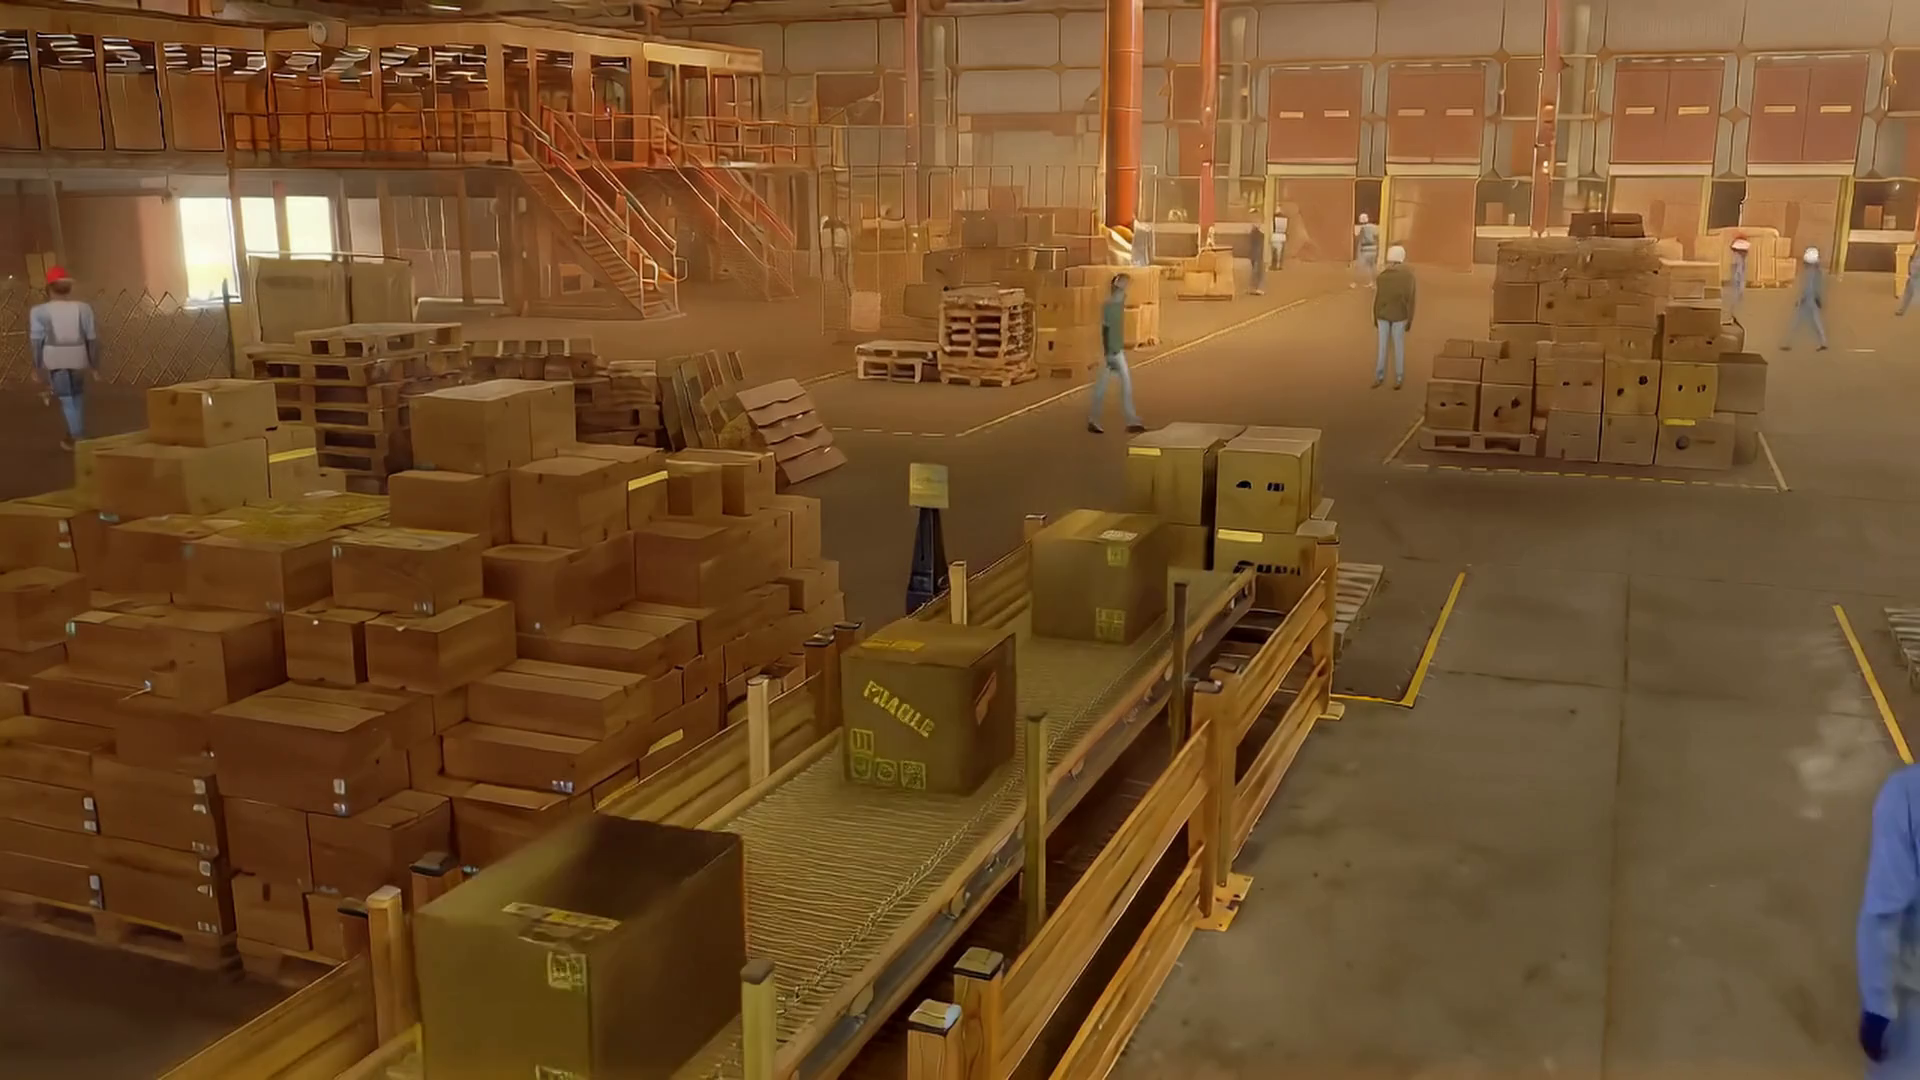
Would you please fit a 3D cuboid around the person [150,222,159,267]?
[{"bbox_3d":[-22.984,-8.465,47.323,0.410,1.913,0.651,-6,14,-24],"label":"person"}]

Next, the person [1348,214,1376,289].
[{"bbox_3d":[10.371,-7.397,42.614,0.597,1.896,1.024,-5,13,-20],"label":"person"}]

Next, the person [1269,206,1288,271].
[{"bbox_3d":[9.510,-9.017,49.752,0.551,1.941,0.340,-4,13,-16],"label":"person"}]

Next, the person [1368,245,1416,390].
[{"bbox_3d":[5.970,-3.067,22.961,0.386,1.989,0.608,-11,17,-41],"label":"person"}]

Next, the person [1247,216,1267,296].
[{"bbox_3d":[7.168,-6.790,39.829,0.594,1.921,0.630,0,13,-1],"label":"person"}]

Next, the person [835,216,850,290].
[{"bbox_3d":[-2.935,-7.260,42.103,0.429,1.844,0.627,-3,13,-12],"label":"person"}]

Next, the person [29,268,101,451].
[{"bbox_3d":[-9.481,-1.874,17.620,0.623,1.994,1.032,-12,17,-43],"label":"person"}]

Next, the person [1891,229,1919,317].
[{"bbox_3d":[19.706,-5.460,34.095,0.838,1.821,0.628,7,14,30],"label":"person"}]

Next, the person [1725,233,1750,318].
[{"bbox_3d":[15.933,-5.377,33.896,0.512,1.719,0.621,-9,15,-34],"label":"person"}]

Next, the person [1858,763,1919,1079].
[{"bbox_3d":[2.621,1.201,4.252,0.600,1.797,0.857,4,13,18],"label":"person"}]

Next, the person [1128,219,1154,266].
[{"bbox_3d":[4.255,-6.634,39.252,0.618,1.865,0.953,2,13,11],"label":"person"}]

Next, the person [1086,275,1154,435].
[{"bbox_3d":[1.786,-2.085,18.920,0.929,1.821,0.619,12,17,43],"label":"person"}]

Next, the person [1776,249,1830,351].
[{"bbox_3d":[14.228,-4.014,27.831,0.926,1.708,0.532,1,13,6],"label":"person"}]
